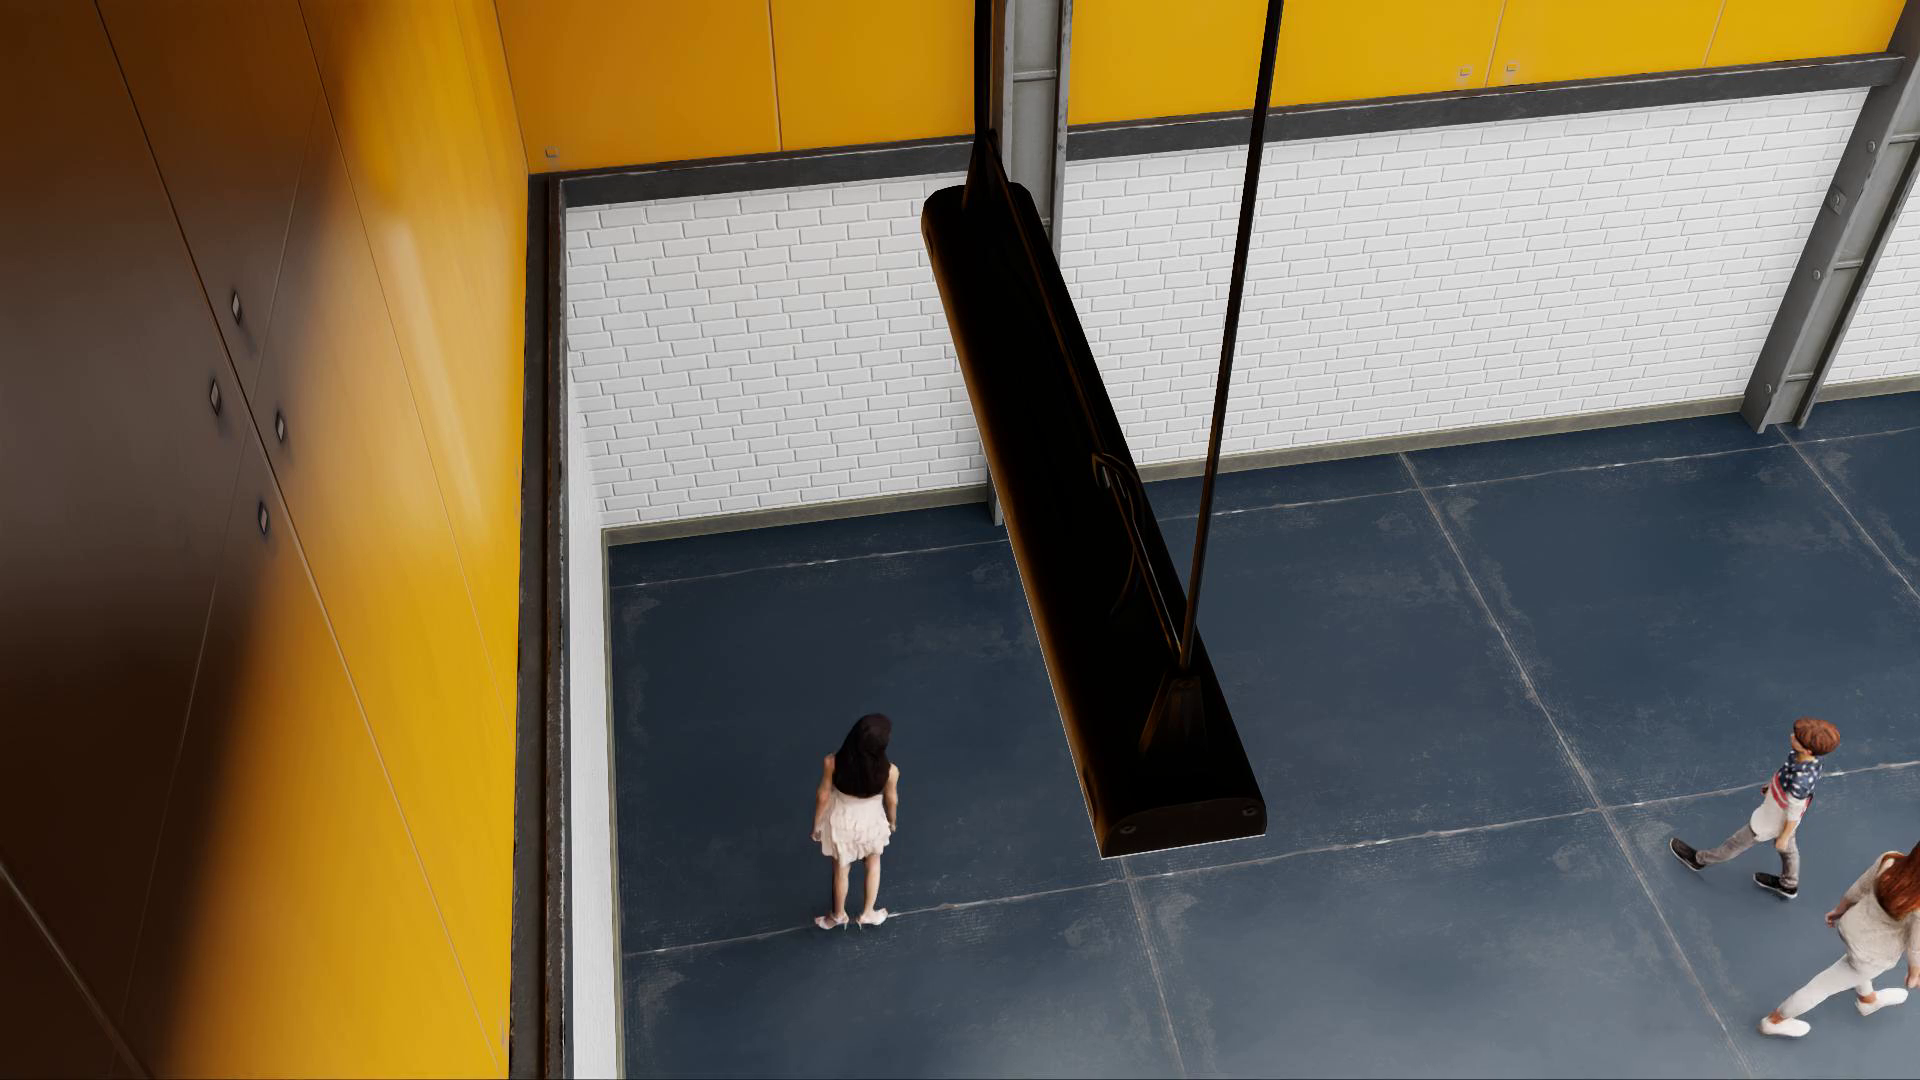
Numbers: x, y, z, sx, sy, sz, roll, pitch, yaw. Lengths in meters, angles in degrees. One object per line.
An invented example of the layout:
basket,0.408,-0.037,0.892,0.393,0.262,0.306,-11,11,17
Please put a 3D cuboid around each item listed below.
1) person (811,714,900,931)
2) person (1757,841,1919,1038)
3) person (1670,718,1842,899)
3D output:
person,-0.631,1.596,9.062,0.552,1.712,0.770,-8,44,-8
person,4.597,2.090,8.580,1.085,1.662,0.671,-3,44,-4
person,4.681,1.549,9.339,1.008,1.398,0.928,24,48,23
